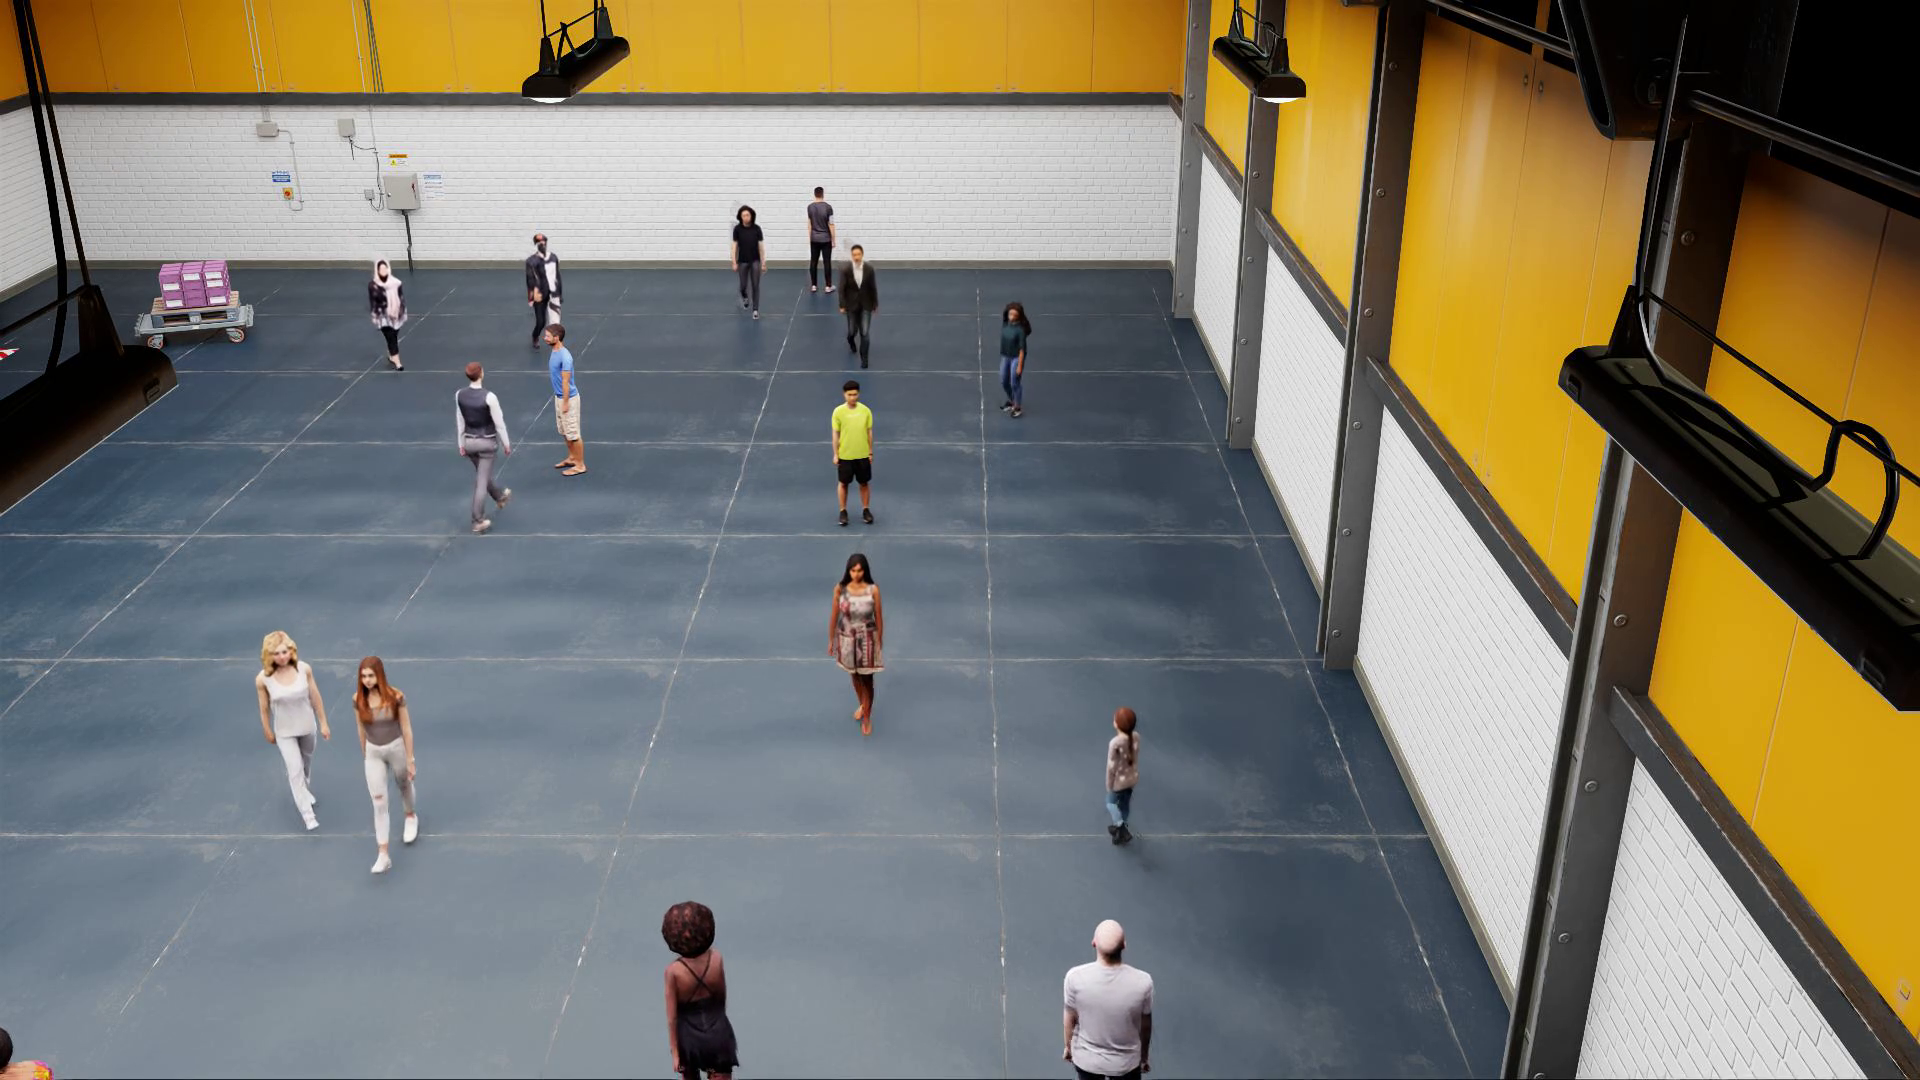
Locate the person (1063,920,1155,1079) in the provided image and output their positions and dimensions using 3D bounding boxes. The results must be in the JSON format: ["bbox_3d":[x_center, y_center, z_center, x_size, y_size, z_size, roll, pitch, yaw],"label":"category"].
[{"bbox_3d":[0.832,2.995,9.481,0.723,1.820,0.933,3,24,6],"label":"person"}]

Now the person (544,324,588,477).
[{"bbox_3d":[-4.795,-1.736,20.251,0.789,1.863,0.676,-14,27,-28],"label":"person"}]

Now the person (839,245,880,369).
[{"bbox_3d":[-1.484,-3.442,24.260,0.796,1.778,0.990,-4,24,-10],"label":"person"}]

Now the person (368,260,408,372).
[{"bbox_3d":[-8.280,-3.261,24.081,0.998,1.590,1.168,-15,28,-30],"label":"person"}]

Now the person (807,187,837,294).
[{"bbox_3d":[-2.343,-5.058,27.977,0.689,1.762,0.637,7,25,16],"label":"person"}]

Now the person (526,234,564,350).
[{"bbox_3d":[-6.112,-3.577,24.448,1.013,1.874,1.138,-16,28,-31],"label":"person"}]

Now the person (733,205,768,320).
[{"bbox_3d":[-3.369,-4.477,26.582,0.752,1.815,0.871,-5,24,-10],"label":"person"}]

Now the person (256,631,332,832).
[{"bbox_3d":[-5.308,1.455,13.252,0.988,1.623,1.121,-17,29,-34],"label":"person"}]

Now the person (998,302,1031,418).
[{"bbox_3d":[0.729,-2.407,22.128,0.834,1.589,0.768,-13,27,-27],"label":"person"}]

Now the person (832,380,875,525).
[{"bbox_3d":[-1.209,-1.003,18.772,0.650,1.705,0.588,-4,24,-10],"label":"person"}]

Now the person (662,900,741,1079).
[{"bbox_3d":[-1.464,2.994,9.614,0.880,1.717,1.201,-13,27,-26],"label":"person"}]

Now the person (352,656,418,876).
[{"bbox_3d":[-4.352,1.627,12.770,0.646,1.692,1.103,-2,24,-4],"label":"person"}]

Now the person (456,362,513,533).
[{"bbox_3d":[-5.393,-1.015,18.557,0.887,1.899,1.242,6,24,13],"label":"person"}]

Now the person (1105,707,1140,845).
[{"bbox_3d":[1.283,1.851,12.889,0.611,1.187,0.681,-13,27,-28],"label":"person"}]

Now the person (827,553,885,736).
[{"bbox_3d":[-0.884,0.835,14.666,0.723,1.626,0.831,4,24,9],"label":"person"}]
